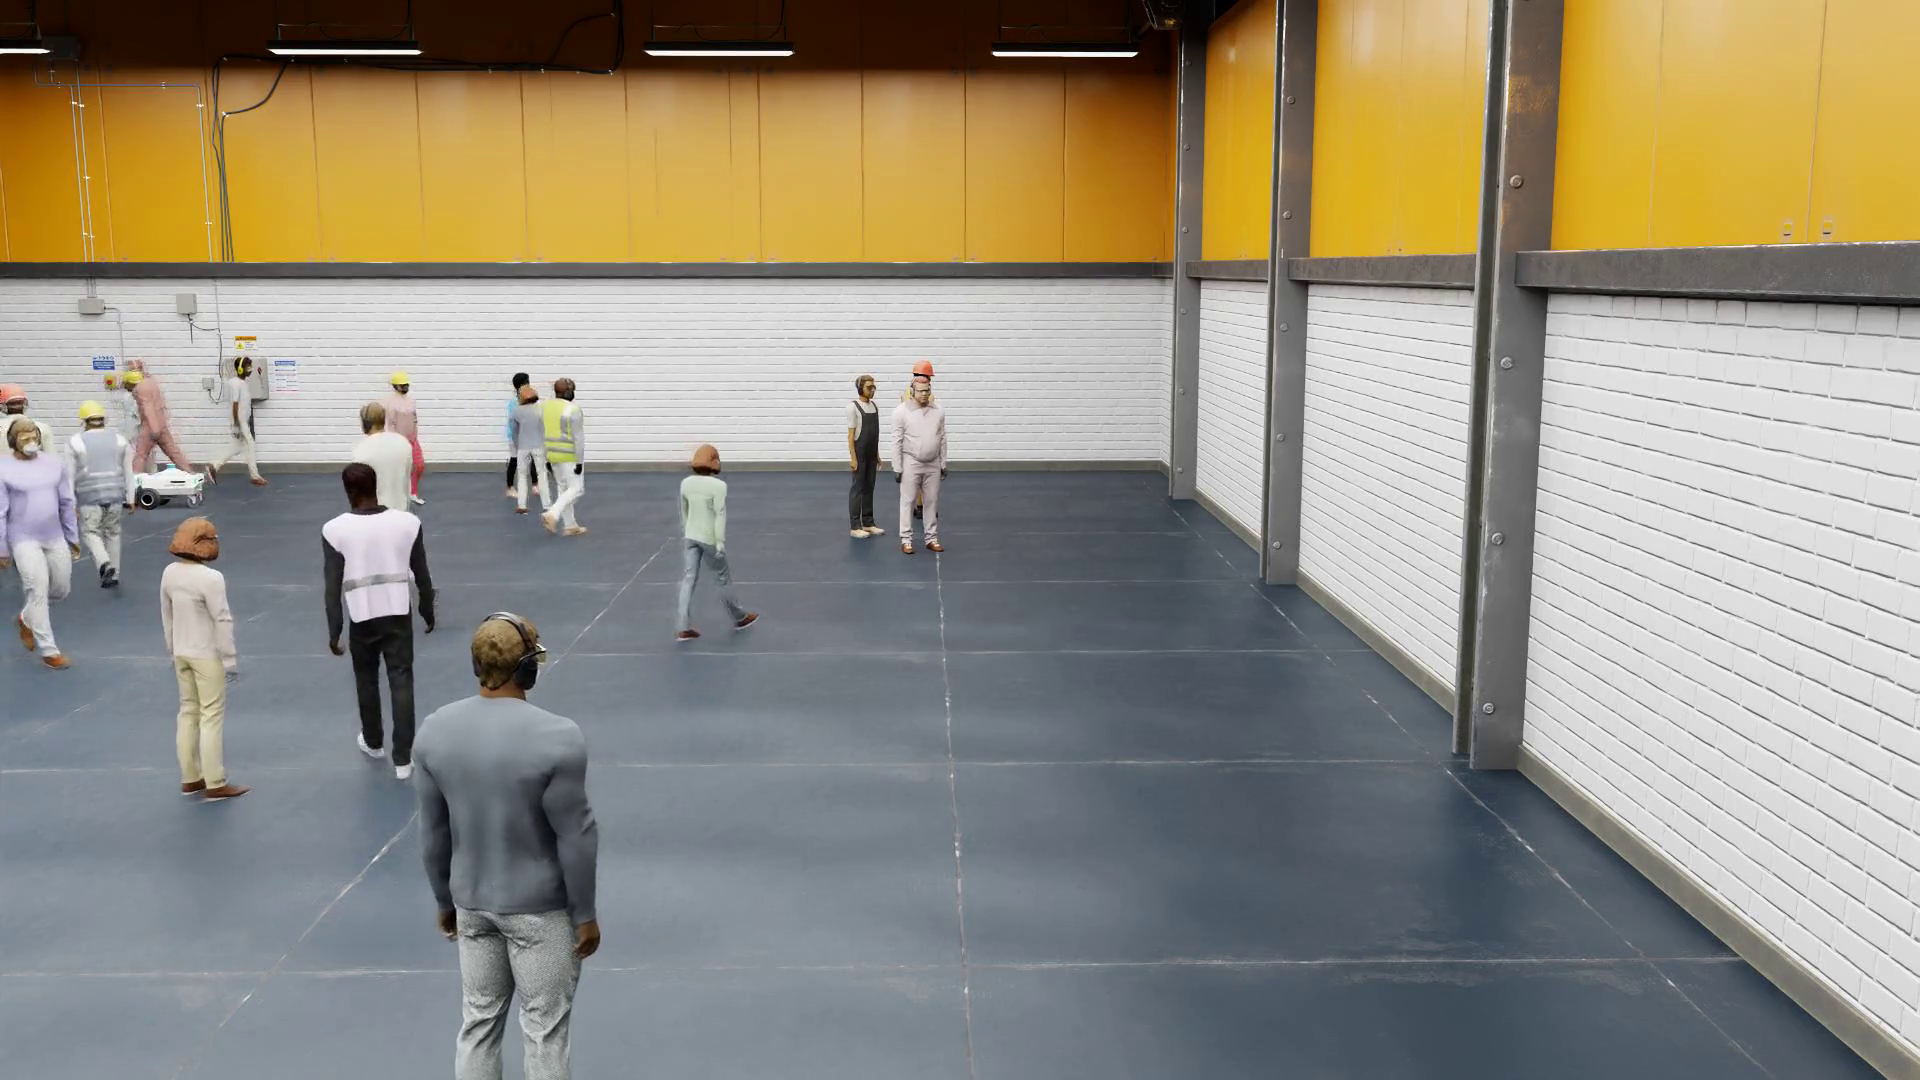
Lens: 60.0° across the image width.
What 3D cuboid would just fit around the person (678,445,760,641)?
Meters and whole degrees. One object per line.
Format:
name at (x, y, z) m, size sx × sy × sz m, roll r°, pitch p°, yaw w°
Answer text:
person at (-2.059, 0.006, 13.754) m, size 0.515 × 1.587 × 0.828 m, roll 6°, pitch 11°, yaw 31°

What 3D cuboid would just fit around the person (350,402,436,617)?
person at (-4.853, -0.219, 14.135) m, size 0.678 × 1.918 × 0.631 m, roll 6°, pitch 11°, yaw 31°

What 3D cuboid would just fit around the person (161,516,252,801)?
person at (-4.343, 0.675, 9.531) m, size 0.507 × 1.632 × 0.265 m, roll 5°, pitch 11°, yaw 29°

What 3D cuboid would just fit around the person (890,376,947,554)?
person at (-0.419, -0.798, 17.760) m, size 0.639 × 1.900 × 0.404 m, roll -5°, pitch 11°, yaw -28°

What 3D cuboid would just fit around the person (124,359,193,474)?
person at (-10.869, -1.512, 22.371) m, size 1.064 × 1.831 × 0.708 m, roll -2°, pitch 10°, yaw -13°

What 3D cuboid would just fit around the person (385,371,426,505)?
person at (-7.052, -1.271, 21.118) m, size 0.449 × 1.750 × 0.533 m, roll 5°, pitch 11°, yaw 28°

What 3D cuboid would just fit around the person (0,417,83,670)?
person at (-7.098, 0.011, 12.716) m, size 0.710 × 1.928 × 0.643 m, roll 5°, pitch 10°, yaw 28°

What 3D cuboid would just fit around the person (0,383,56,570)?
person at (-8.840, -0.492, 15.701) m, size 0.644 × 1.964 × 0.766 m, roll -6°, pitch 11°, yaw -31°

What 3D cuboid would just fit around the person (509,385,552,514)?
person at (-5.234, -1.114, 20.590) m, size 0.652 × 1.613 × 0.324 m, roll 0°, pitch 9°, yaw 3°

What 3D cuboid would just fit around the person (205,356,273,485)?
person at (-10.121, -1.650, 23.208) m, size 0.808 × 1.829 × 0.557 m, roll -2°, pitch 9°, yaw -11°

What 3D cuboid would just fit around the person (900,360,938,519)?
person at (-0.474, -1.217, 20.237) m, size 0.380 × 1.929 × 0.541 m, roll -9°, pitch 13°, yaw -43°

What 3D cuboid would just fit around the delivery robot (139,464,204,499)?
delivery robot at (-10.016, -0.729, 21.149) m, size 0.707 × 0.478 × 0.477 m, roll -1°, pitch 9°, yaw -7°

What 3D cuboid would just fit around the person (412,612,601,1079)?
person at (-1.460, 1.190, 5.440) m, size 0.627 × 1.940 × 0.375 m, roll 3°, pitch 10°, yaw 19°

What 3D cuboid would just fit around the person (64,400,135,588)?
person at (-8.054, -0.405, 15.620) m, size 0.611 × 1.808 × 0.609 m, roll -8°, pitch 13°, yaw -42°

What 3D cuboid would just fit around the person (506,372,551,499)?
person at (-5.707, -1.370, 21.945) m, size 0.694 × 1.671 × 0.557 m, roll 1°, pitch 9°, yaw 7°

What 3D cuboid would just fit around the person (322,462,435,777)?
person at (-3.543, 0.455, 10.159) m, size 0.645 × 1.864 × 0.918 m, roll -4°, pitch 10°, yaw -25°

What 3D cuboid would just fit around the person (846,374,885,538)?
person at (-1.072, -0.950, 18.845) m, size 0.345 × 1.847 × 0.508 m, roll 6°, pitch 11°, yaw 34°

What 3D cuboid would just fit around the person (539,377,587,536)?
person at (-4.488, -0.917, 18.729) m, size 0.634 × 1.826 × 0.674 m, roll 7°, pitch 11°, yaw 35°

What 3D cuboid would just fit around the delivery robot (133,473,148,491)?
delivery robot at (-10.745, -0.734, 21.180) m, size 0.707 × 0.478 × 0.477 m, roll -1°, pitch 9°, yaw -4°

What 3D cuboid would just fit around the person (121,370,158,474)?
person at (-11.105, -1.433, 22.257) m, size 0.810 × 1.715 × 0.488 m, roll 0°, pitch 9°, yaw 2°
